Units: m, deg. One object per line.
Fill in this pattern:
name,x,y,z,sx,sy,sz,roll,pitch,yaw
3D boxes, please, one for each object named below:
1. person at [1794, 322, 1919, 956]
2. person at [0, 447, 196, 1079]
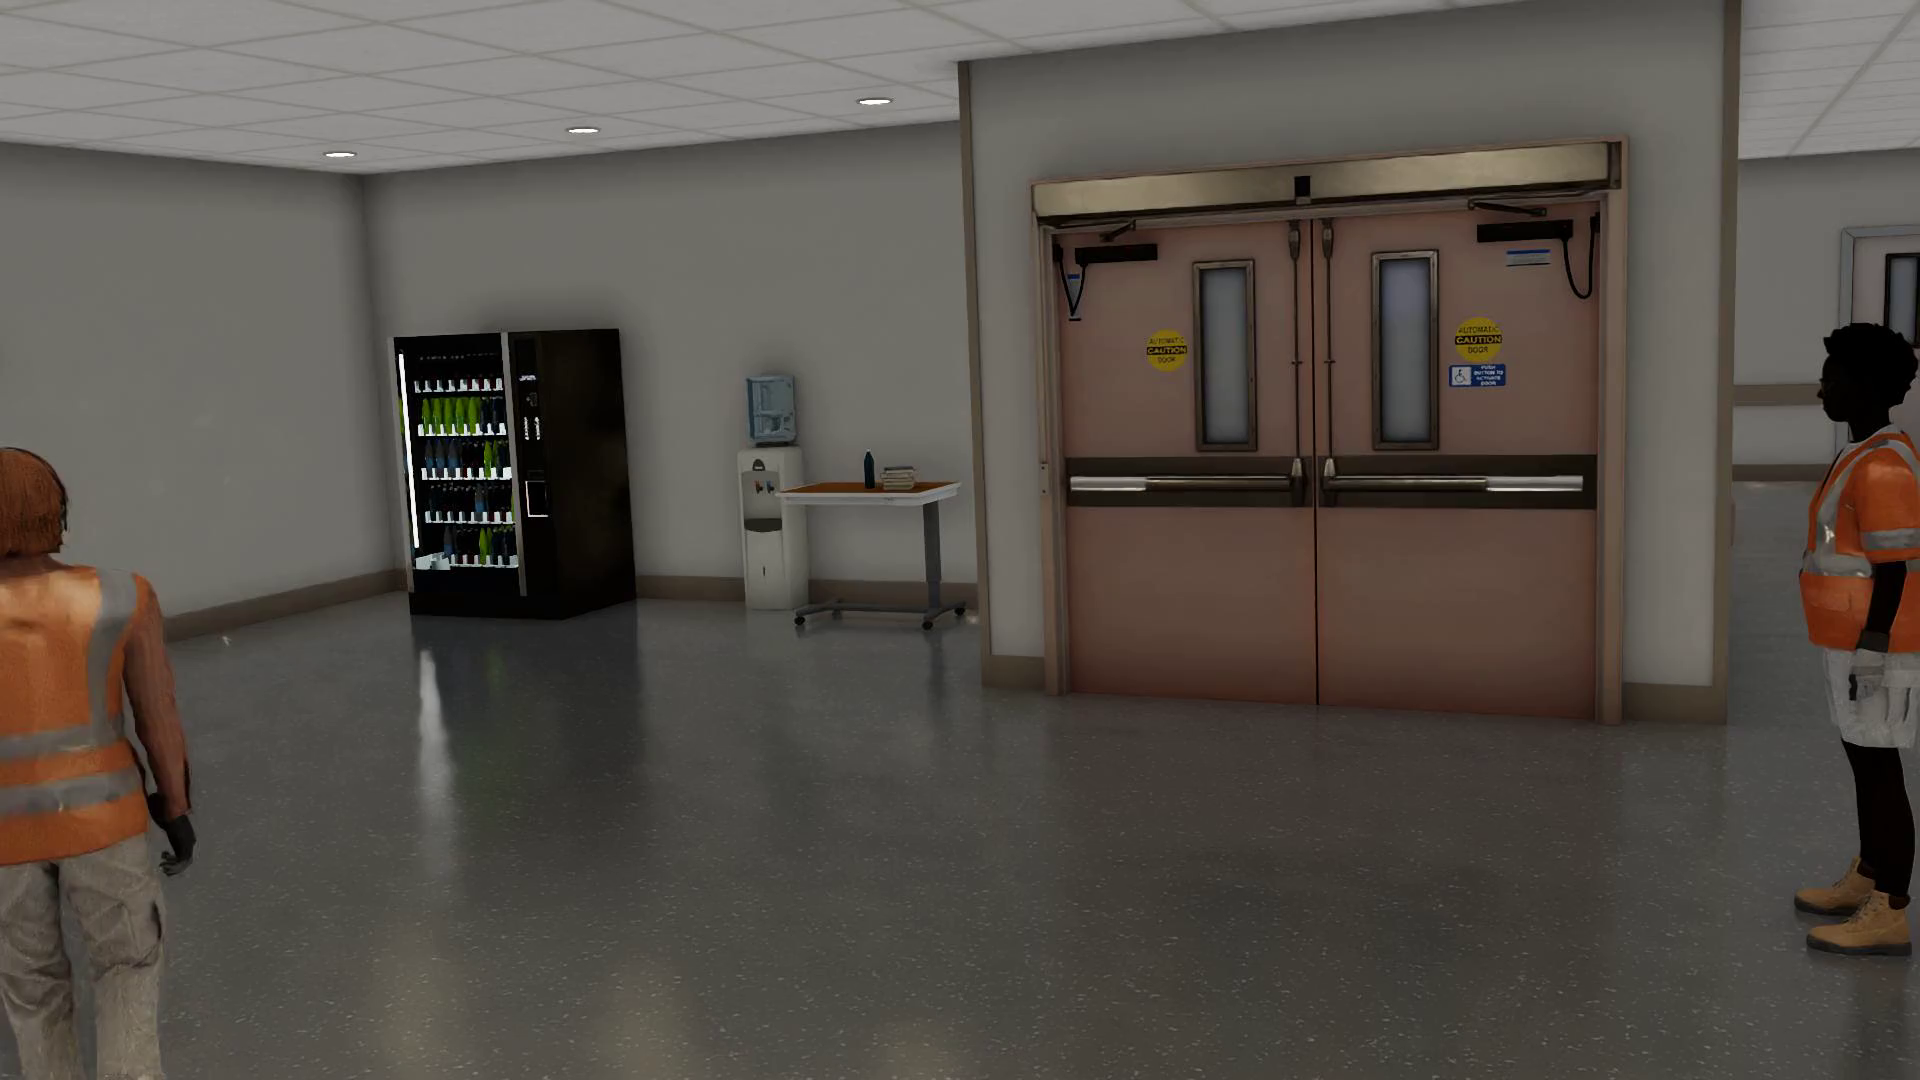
person,2.445,0.264,4.504,0.316,1.695,0.542,1,8,23
person,-1.845,0.617,3.385,0.528,1.618,0.566,-6,8,-27
